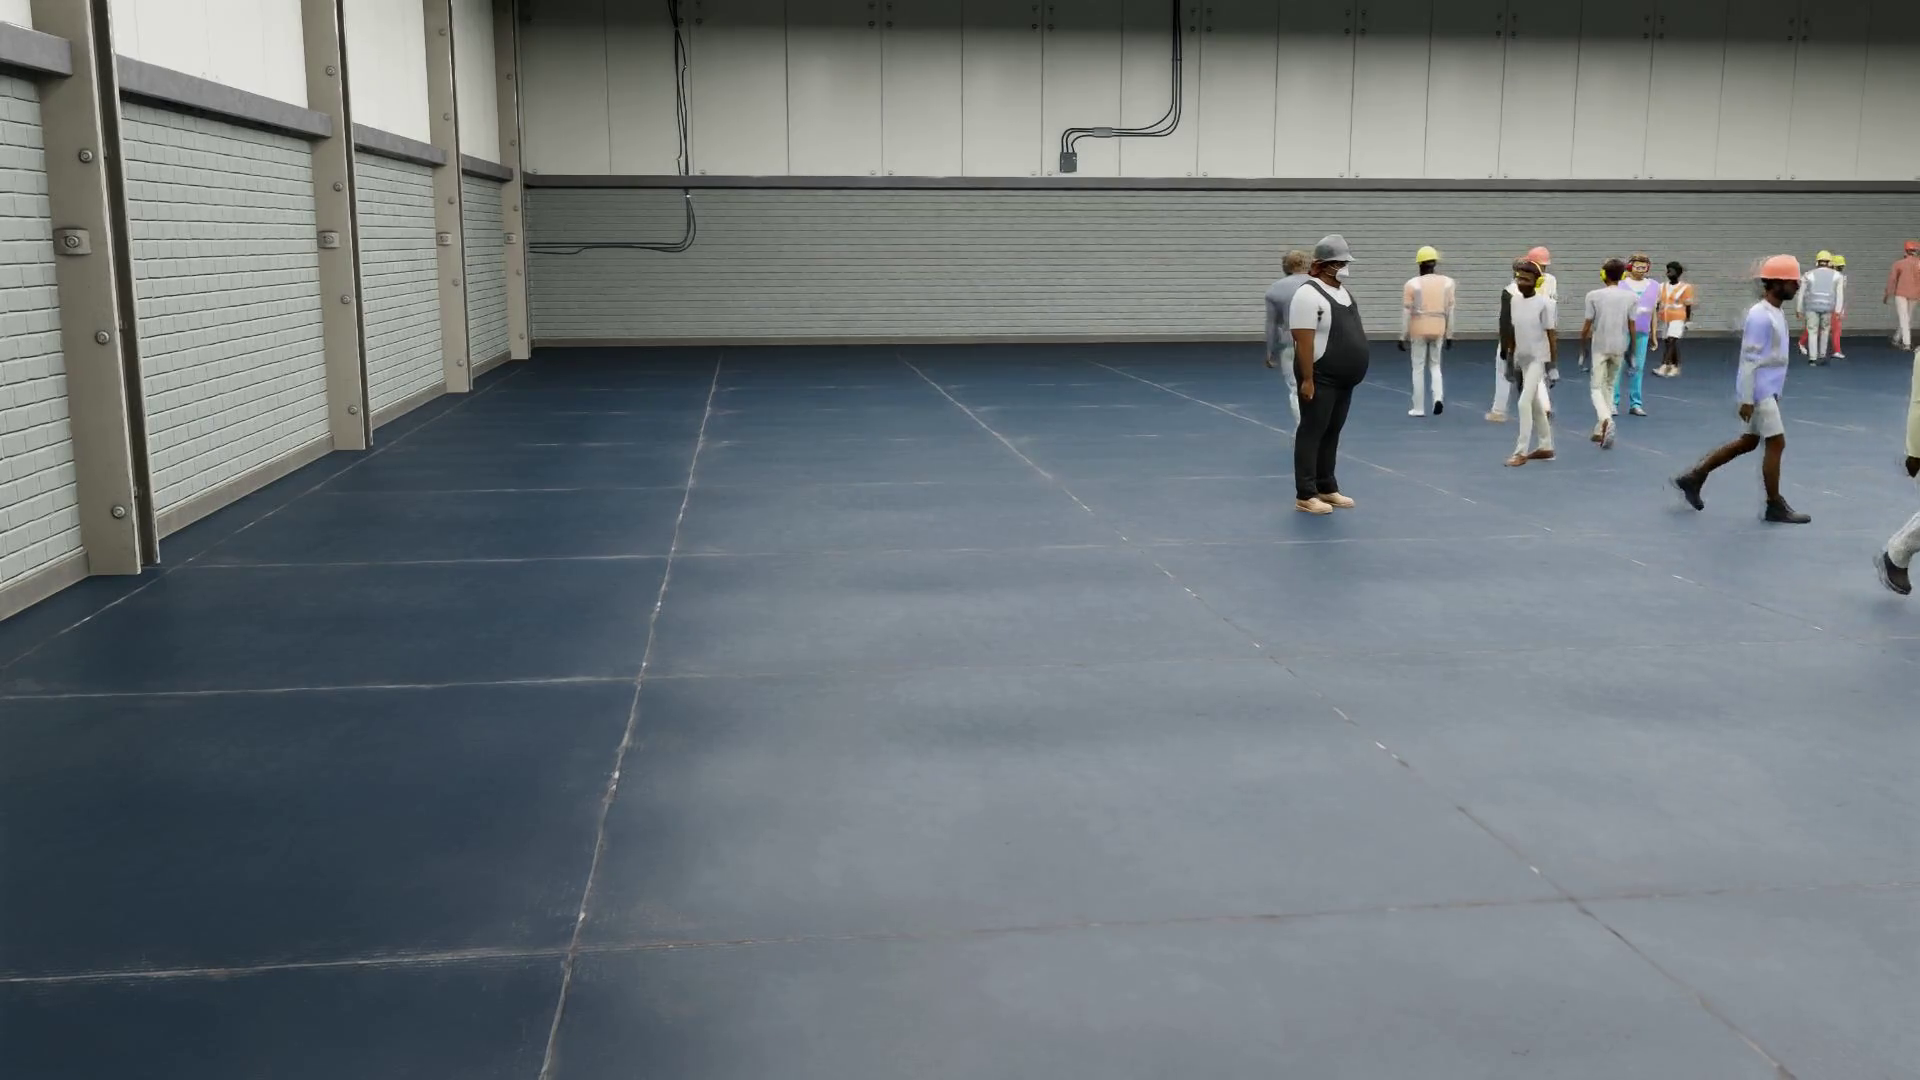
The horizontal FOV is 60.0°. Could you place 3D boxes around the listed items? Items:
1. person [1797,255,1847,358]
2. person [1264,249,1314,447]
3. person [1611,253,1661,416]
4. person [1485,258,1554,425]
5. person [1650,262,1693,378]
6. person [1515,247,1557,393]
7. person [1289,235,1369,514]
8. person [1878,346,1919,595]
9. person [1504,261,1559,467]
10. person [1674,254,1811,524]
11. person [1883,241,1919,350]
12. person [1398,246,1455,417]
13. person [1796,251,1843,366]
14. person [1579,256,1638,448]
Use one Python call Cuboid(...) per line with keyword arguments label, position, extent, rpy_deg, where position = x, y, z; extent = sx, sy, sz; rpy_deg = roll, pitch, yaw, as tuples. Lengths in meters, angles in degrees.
Cuboid(label="person", position=(14.641, -3.948, 28.087), extent=(0.560, 1.728, 0.783), rpy_deg=(-3, 11, -16))
Cuboid(label="person", position=(3.233, -1.824, 15.963), extent=(0.650, 1.903, 0.465), rpy_deg=(0, 10, 1))
Cuboid(label="person", position=(7.615, -2.320, 18.847), extent=(0.563, 1.838, 0.390), rpy_deg=(0, 10, 1))
Cuboid(label="person", position=(6.097, -2.141, 17.963), extent=(0.636, 1.809, 0.908), rpy_deg=(-4, 11, -19))
Cuboid(label="person", position=(10.158, -3.147, 23.856), extent=(0.869, 1.650, 0.539), rpy_deg=(-7, 12, -32))
Cuboid(label="person", position=(6.925, -2.594, 20.168), extent=(0.599, 1.903, 0.703), rpy_deg=(-2, 11, -11))
Cuboid(label="person", position=(2.743, -1.223, 12.279), extent=(0.539, 2.000, 0.689), rpy_deg=(8, 13, 37))
Cuboid(label="person", position=(5.450, -0.531, 9.103), extent=(0.607, 1.819, 0.457), rpy_deg=(-5, 11, -23))
Cuboid(label="person", position=(5.117, -1.574, 14.852), extent=(0.700, 1.819, 0.603), rpy_deg=(-3, 11, -16))
Cuboid(label="person", position=(5.666, -1.090, 11.942), extent=(0.895, 1.910, 0.556), rpy_deg=(7, 13, 35))
Cuboid(label="person", position=(17.135, -4.447, 30.209), extent=(0.626, 1.931, 1.062), rpy_deg=(1, 10, 3))
Cuboid(label="person", position=(5.224, -2.328, 18.655), extent=(0.613, 1.915, 0.435), rpy_deg=(-1, 10, -7))
Cuboid(label="person", position=(13.573, -3.664, 26.322), extent=(0.621, 1.794, 0.815), rpy_deg=(3, 11, 15))
Cuboid(label="person", position=(6.272, -1.810, 16.060), extent=(0.523, 1.845, 0.818), rpy_deg=(1, 10, 4))
